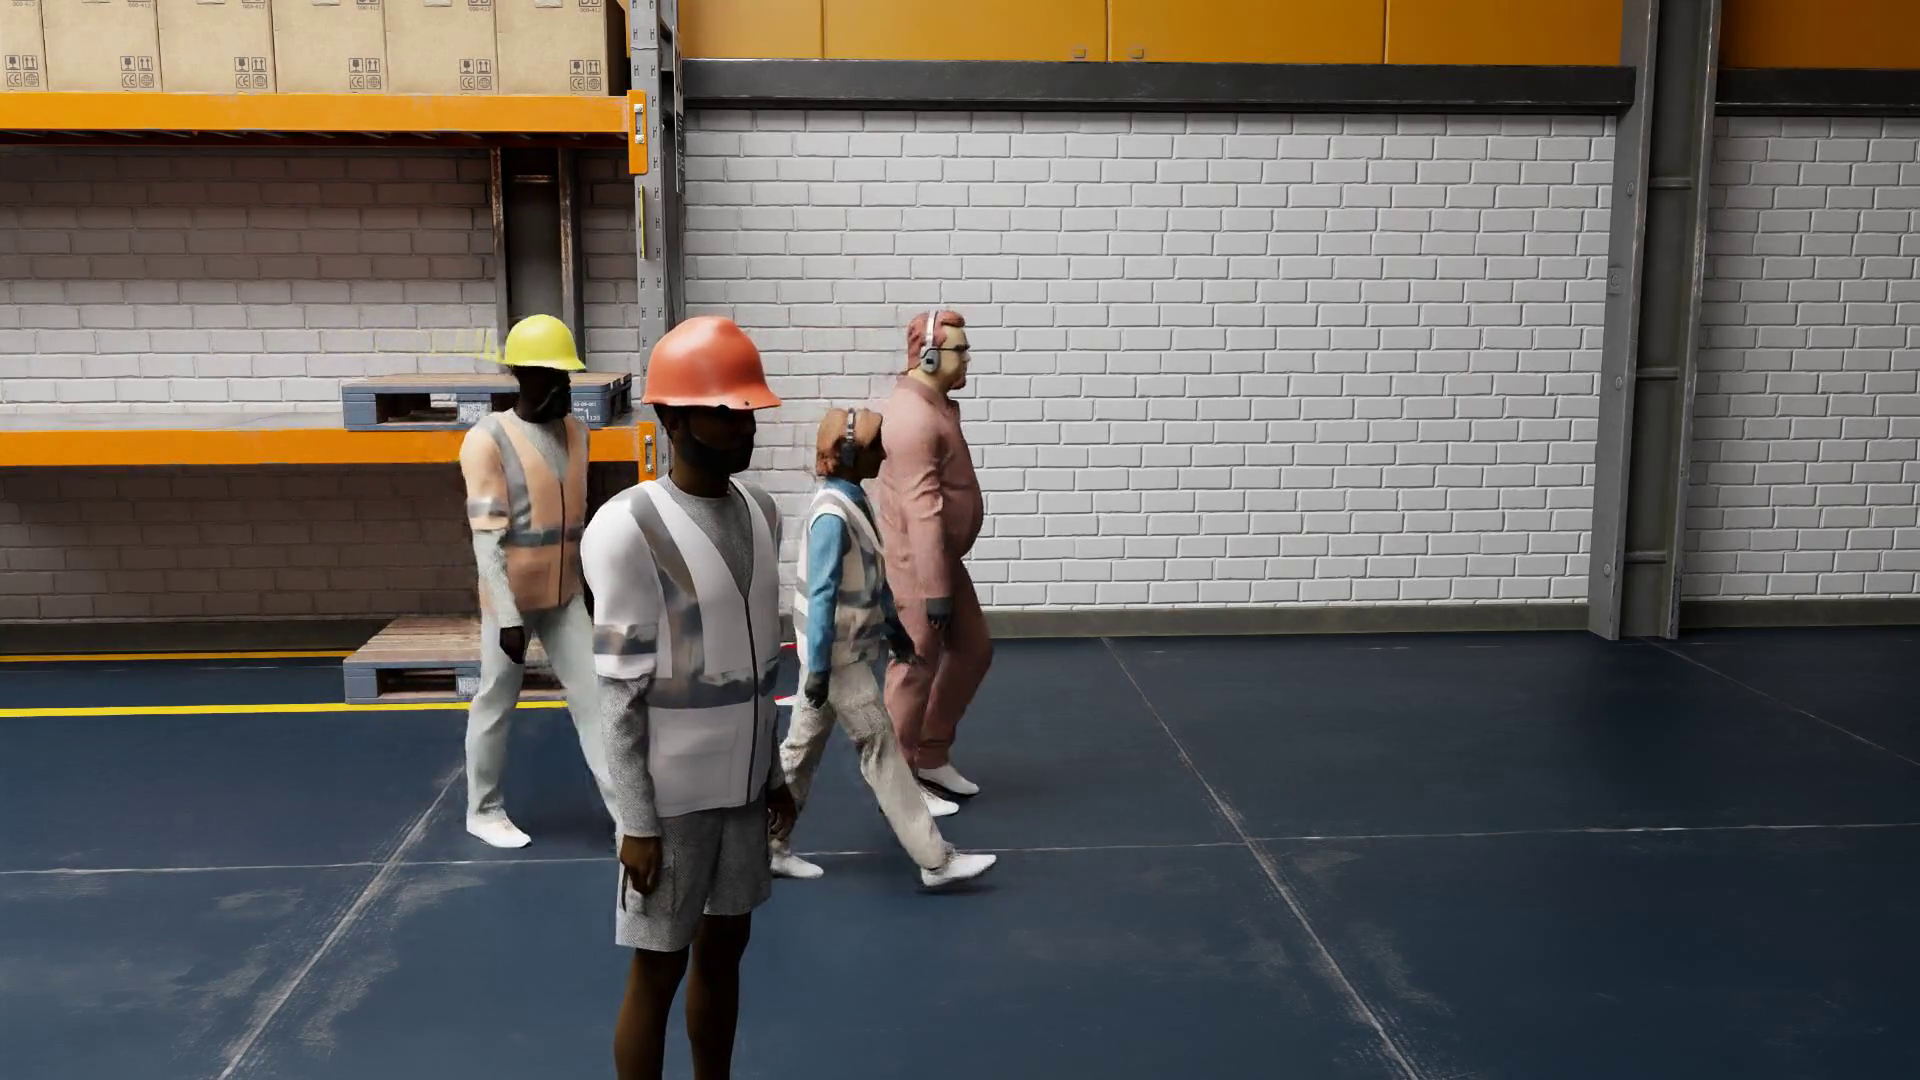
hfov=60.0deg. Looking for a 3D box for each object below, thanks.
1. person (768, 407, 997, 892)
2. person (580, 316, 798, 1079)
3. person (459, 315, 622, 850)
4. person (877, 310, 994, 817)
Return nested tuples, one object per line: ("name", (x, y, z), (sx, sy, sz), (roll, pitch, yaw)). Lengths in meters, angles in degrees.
("person", (-0.315, 0.370, 5.425), (0.865, 1.597, 0.531), (0, 9, 0))
("person", (-0.528, 0.503, 3.516), (0.372, 1.939, 0.544), (5, 11, 31))
("person", (-1.381, 0.183, 5.706), (0.971, 1.878, 0.616), (5, 10, 30))
("person", (-0.078, 0.102, 6.170), (0.523, 1.889, 0.681), (1, 9, 3))
